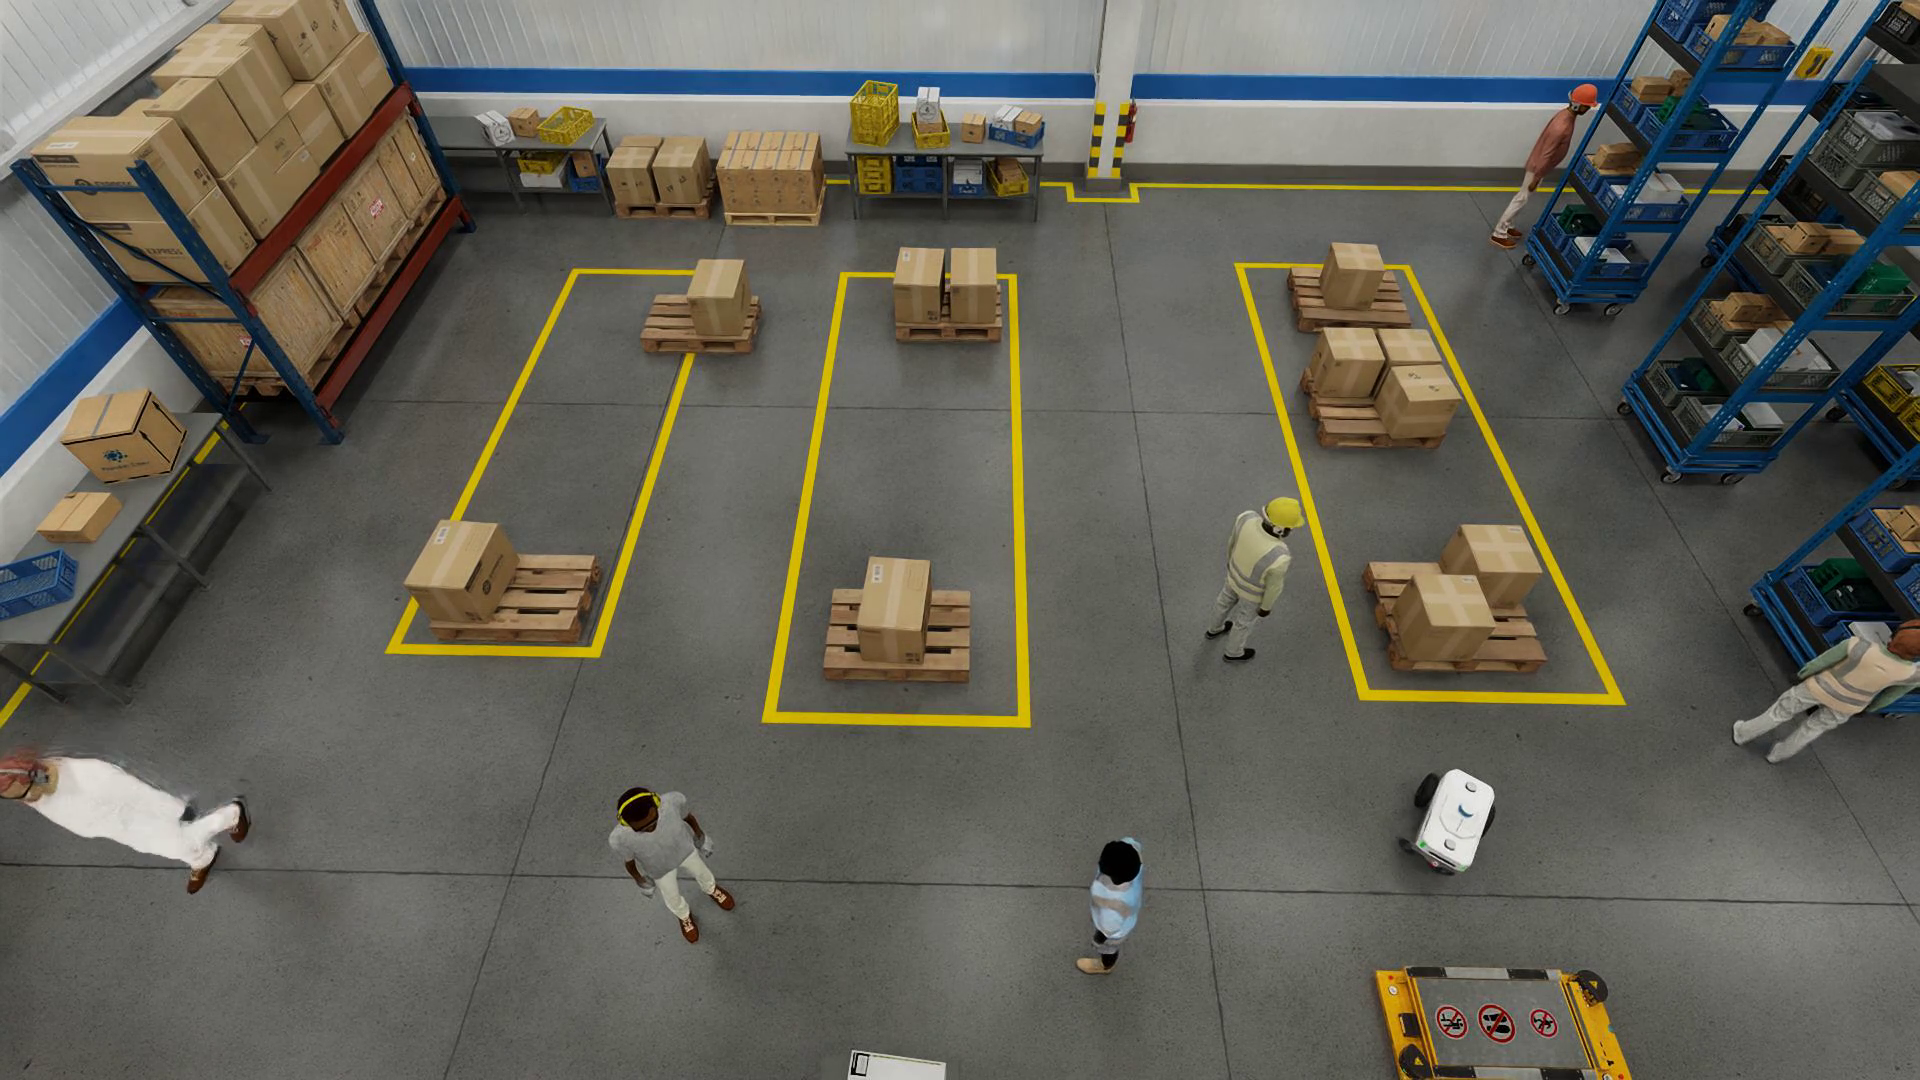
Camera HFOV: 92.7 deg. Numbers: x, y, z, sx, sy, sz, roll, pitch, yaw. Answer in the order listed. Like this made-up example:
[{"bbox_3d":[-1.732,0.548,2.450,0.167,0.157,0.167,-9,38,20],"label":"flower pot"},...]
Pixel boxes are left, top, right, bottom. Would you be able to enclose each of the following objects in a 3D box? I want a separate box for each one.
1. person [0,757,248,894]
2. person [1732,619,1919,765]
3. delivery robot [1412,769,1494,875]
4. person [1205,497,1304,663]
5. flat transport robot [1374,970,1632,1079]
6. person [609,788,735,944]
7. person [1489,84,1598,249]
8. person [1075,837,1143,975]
[{"bbox_3d":[-5.431,1.763,6.008,0.652,1.879,0.536,2,51,2],"label":"person"},{"bbox_3d":[6.365,1.125,6.681,0.523,1.631,0.320,32,58,23],"label":"person"},{"bbox_3d":[3.553,2.020,6.581,0.477,0.478,0.707,28,56,21],"label":"delivery robot"},{"bbox_3d":[2.302,0.310,7.220,0.404,1.824,0.591,-16,53,-13],"label":"person"},{"bbox_3d":[3.501,3.133,5.914,1.431,0.197,0.652,1,51,1],"label":"flat transport robot"},{"bbox_3d":[-1.811,2.027,5.792,0.514,1.872,0.328,-37,60,-26],"label":"person"},{"bbox_3d":[7.021,-4.476,11.023,0.409,1.987,0.607,27,56,20],"label":"person"},{"bbox_3d":[0.946,2.279,5.706,0.324,1.690,0.546,17,53,14],"label":"person"}]
